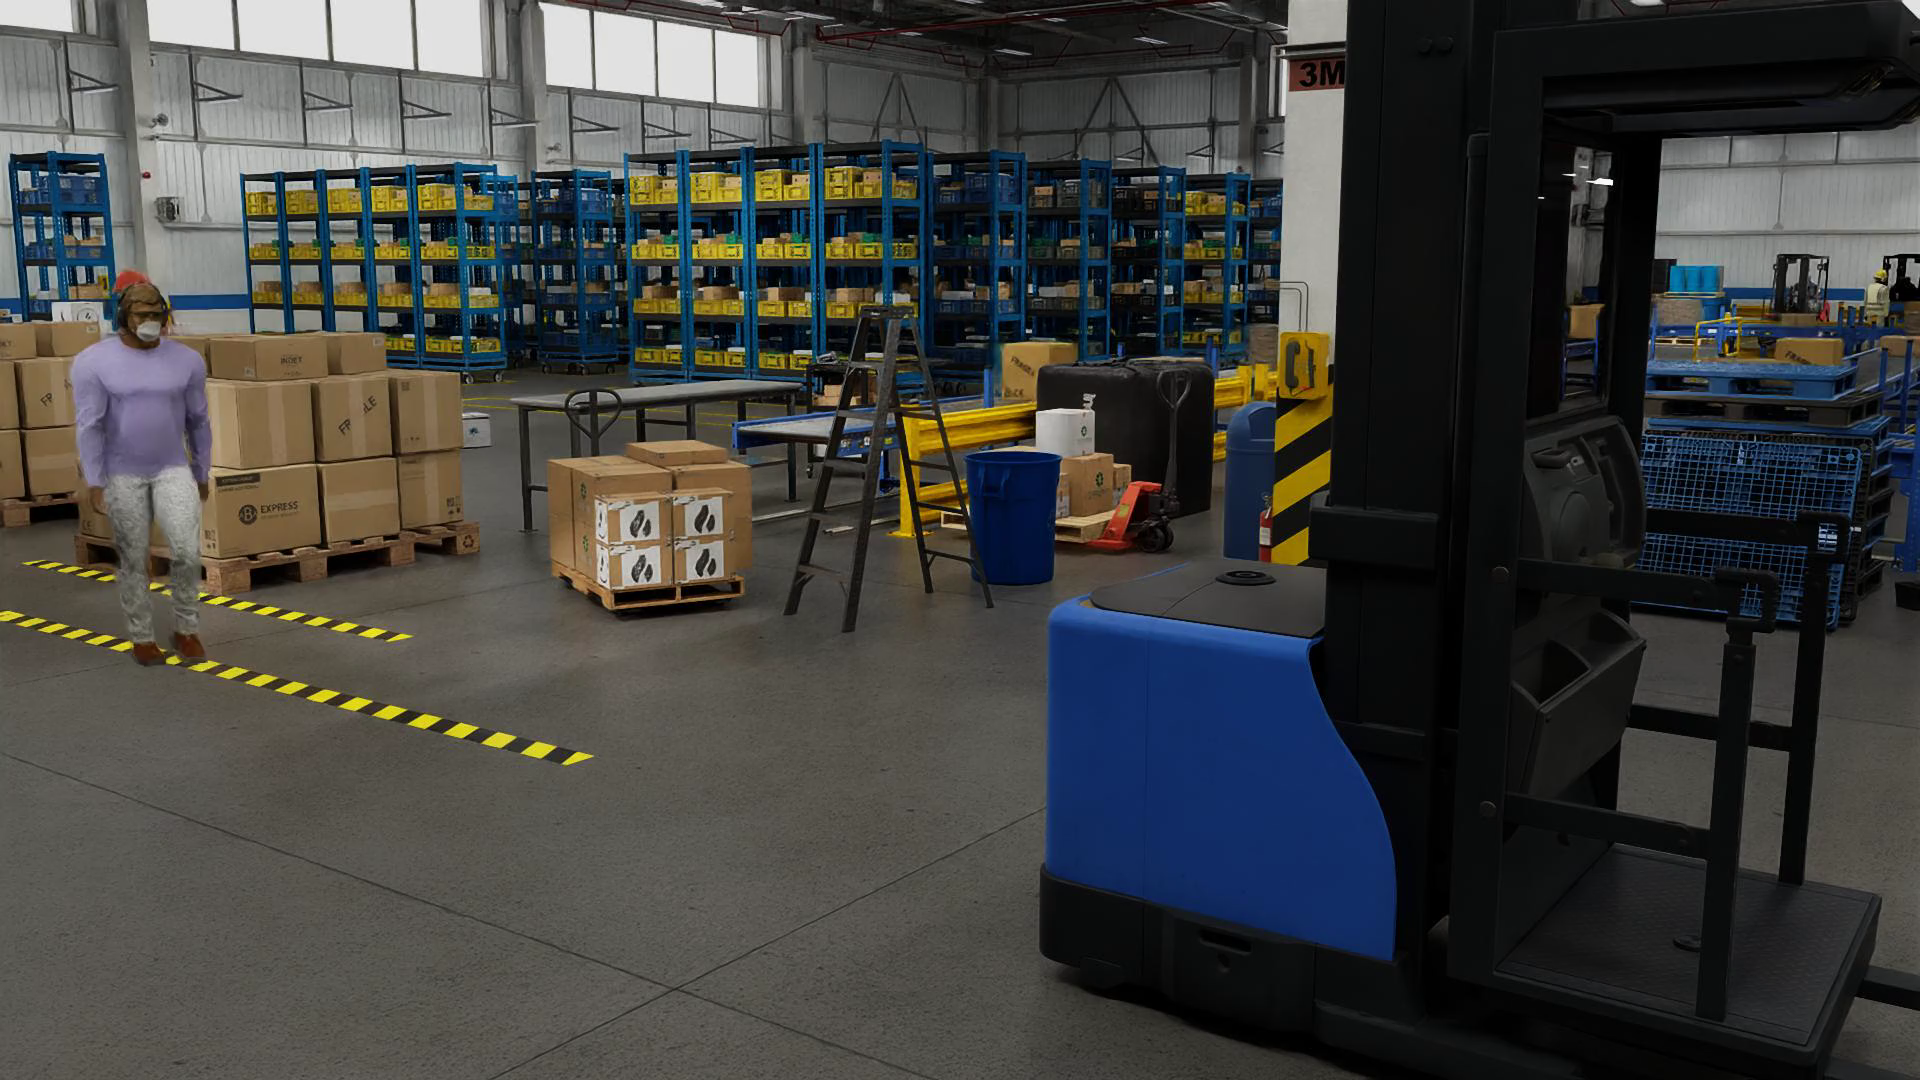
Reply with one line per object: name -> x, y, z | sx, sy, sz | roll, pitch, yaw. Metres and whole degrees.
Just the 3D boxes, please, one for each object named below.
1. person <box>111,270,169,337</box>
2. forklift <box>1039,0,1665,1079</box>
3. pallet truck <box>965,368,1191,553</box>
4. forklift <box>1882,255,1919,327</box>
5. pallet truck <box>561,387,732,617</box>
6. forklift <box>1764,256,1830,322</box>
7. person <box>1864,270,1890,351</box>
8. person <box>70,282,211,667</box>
person -> -6.955, -1.305, 14.111 | 1.012, 1.934, 0.620 | -1, 10, -5
forklift -> 1.249, -0.137, 4.360 | 1.873, 2.768, 1.129 | 7, 12, 35
pallet truck -> 0.845, -0.609, 11.869 | 1.630, 1.274, 0.653 | 7, 12, 35
forklift -> 22.089, -5.634, 38.796 | 1.157, 1.987, 2.680 | 6, 11, 33
pallet truck -> -1.981, -0.274, 10.088 | 0.680, 1.201, 1.601 | -5, 11, -28
forklift -> 20.253, -5.854, 40.139 | 1.157, 1.987, 2.680 | 7, 12, 35
person -> 19.443, -4.799, 35.237 | 0.404, 1.830, 0.599 | -3, 10, -18
person -> -4.005, -0.306, 8.226 | 0.645, 1.916, 0.592 | -7, 12, -37
